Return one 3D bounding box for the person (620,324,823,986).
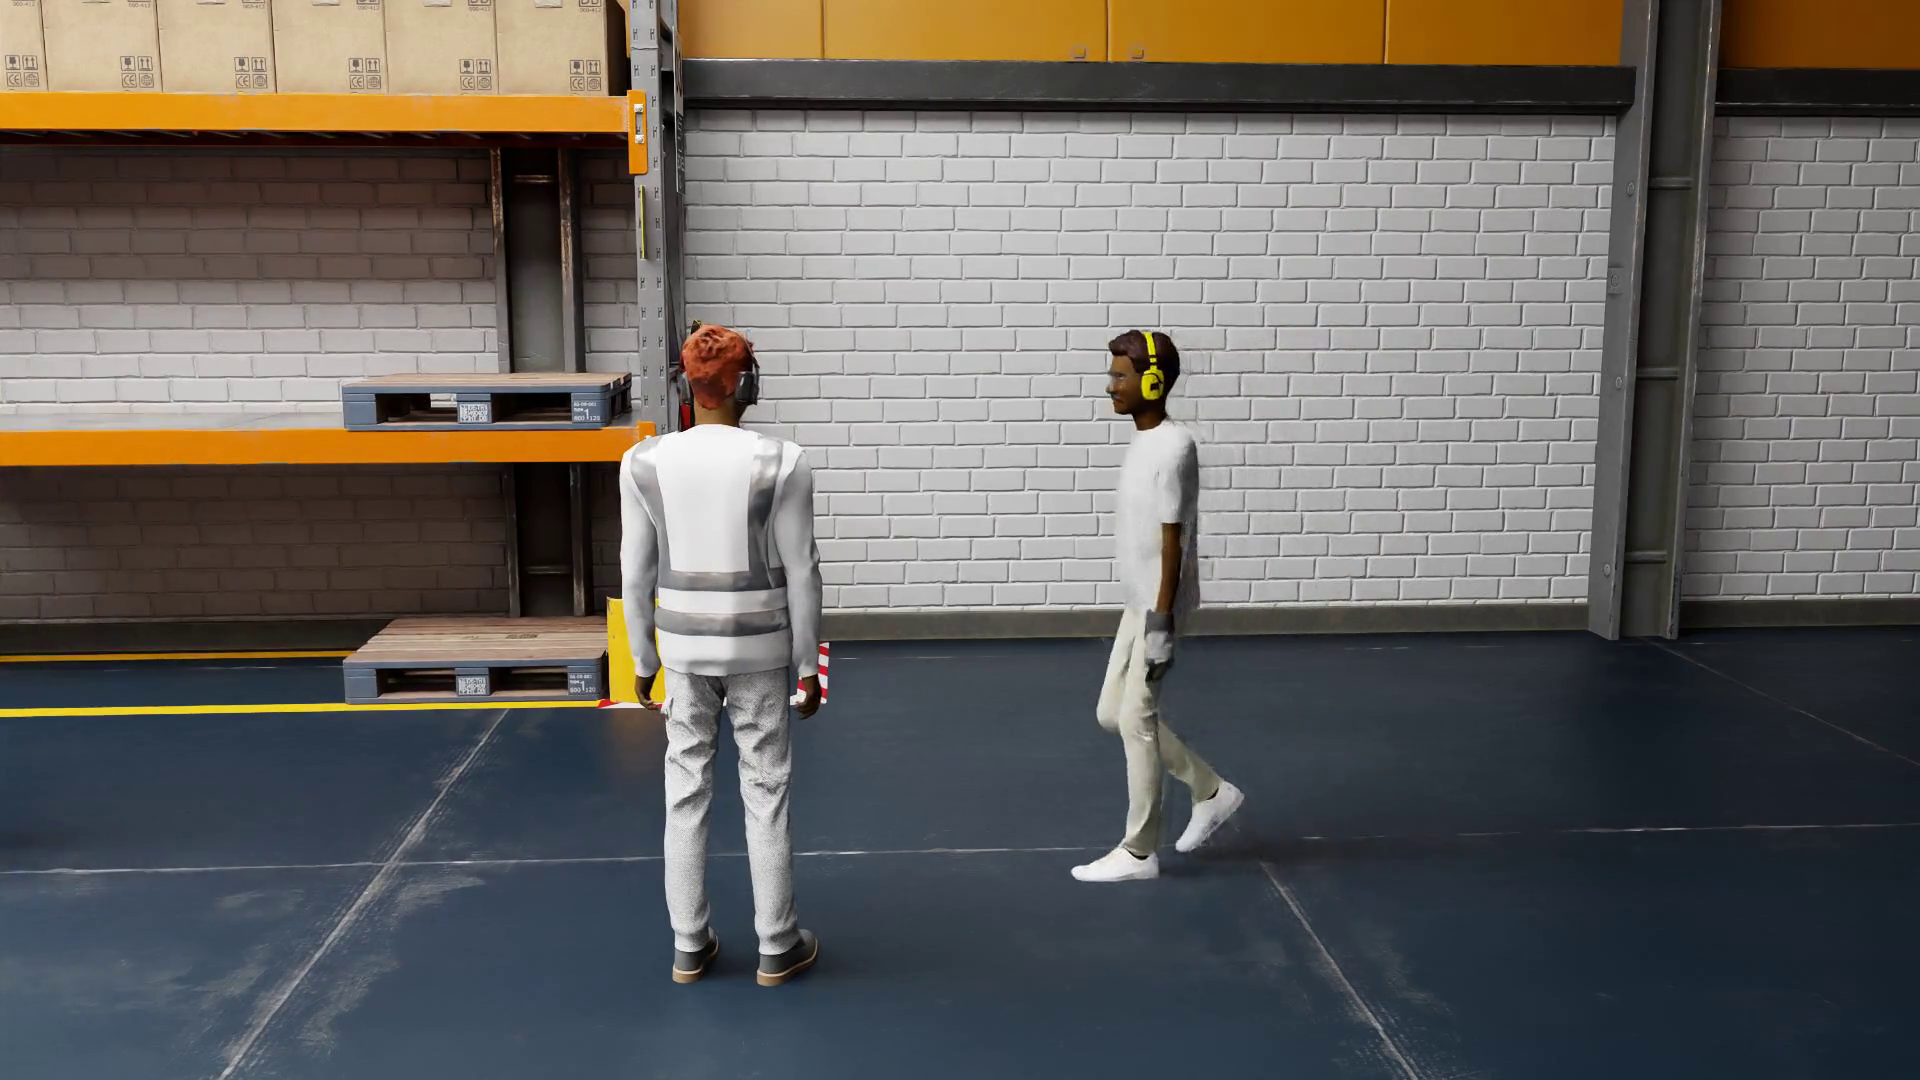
[{"bbox_3d":[-0.665,0.336,4.731,0.573,1.887,0.355,1,9,9],"label":"person"}]

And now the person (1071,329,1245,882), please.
[{"bbox_3d":[0.663,0.234,5.502,0.511,1.856,0.512,-1,9,-8],"label":"person"}]
